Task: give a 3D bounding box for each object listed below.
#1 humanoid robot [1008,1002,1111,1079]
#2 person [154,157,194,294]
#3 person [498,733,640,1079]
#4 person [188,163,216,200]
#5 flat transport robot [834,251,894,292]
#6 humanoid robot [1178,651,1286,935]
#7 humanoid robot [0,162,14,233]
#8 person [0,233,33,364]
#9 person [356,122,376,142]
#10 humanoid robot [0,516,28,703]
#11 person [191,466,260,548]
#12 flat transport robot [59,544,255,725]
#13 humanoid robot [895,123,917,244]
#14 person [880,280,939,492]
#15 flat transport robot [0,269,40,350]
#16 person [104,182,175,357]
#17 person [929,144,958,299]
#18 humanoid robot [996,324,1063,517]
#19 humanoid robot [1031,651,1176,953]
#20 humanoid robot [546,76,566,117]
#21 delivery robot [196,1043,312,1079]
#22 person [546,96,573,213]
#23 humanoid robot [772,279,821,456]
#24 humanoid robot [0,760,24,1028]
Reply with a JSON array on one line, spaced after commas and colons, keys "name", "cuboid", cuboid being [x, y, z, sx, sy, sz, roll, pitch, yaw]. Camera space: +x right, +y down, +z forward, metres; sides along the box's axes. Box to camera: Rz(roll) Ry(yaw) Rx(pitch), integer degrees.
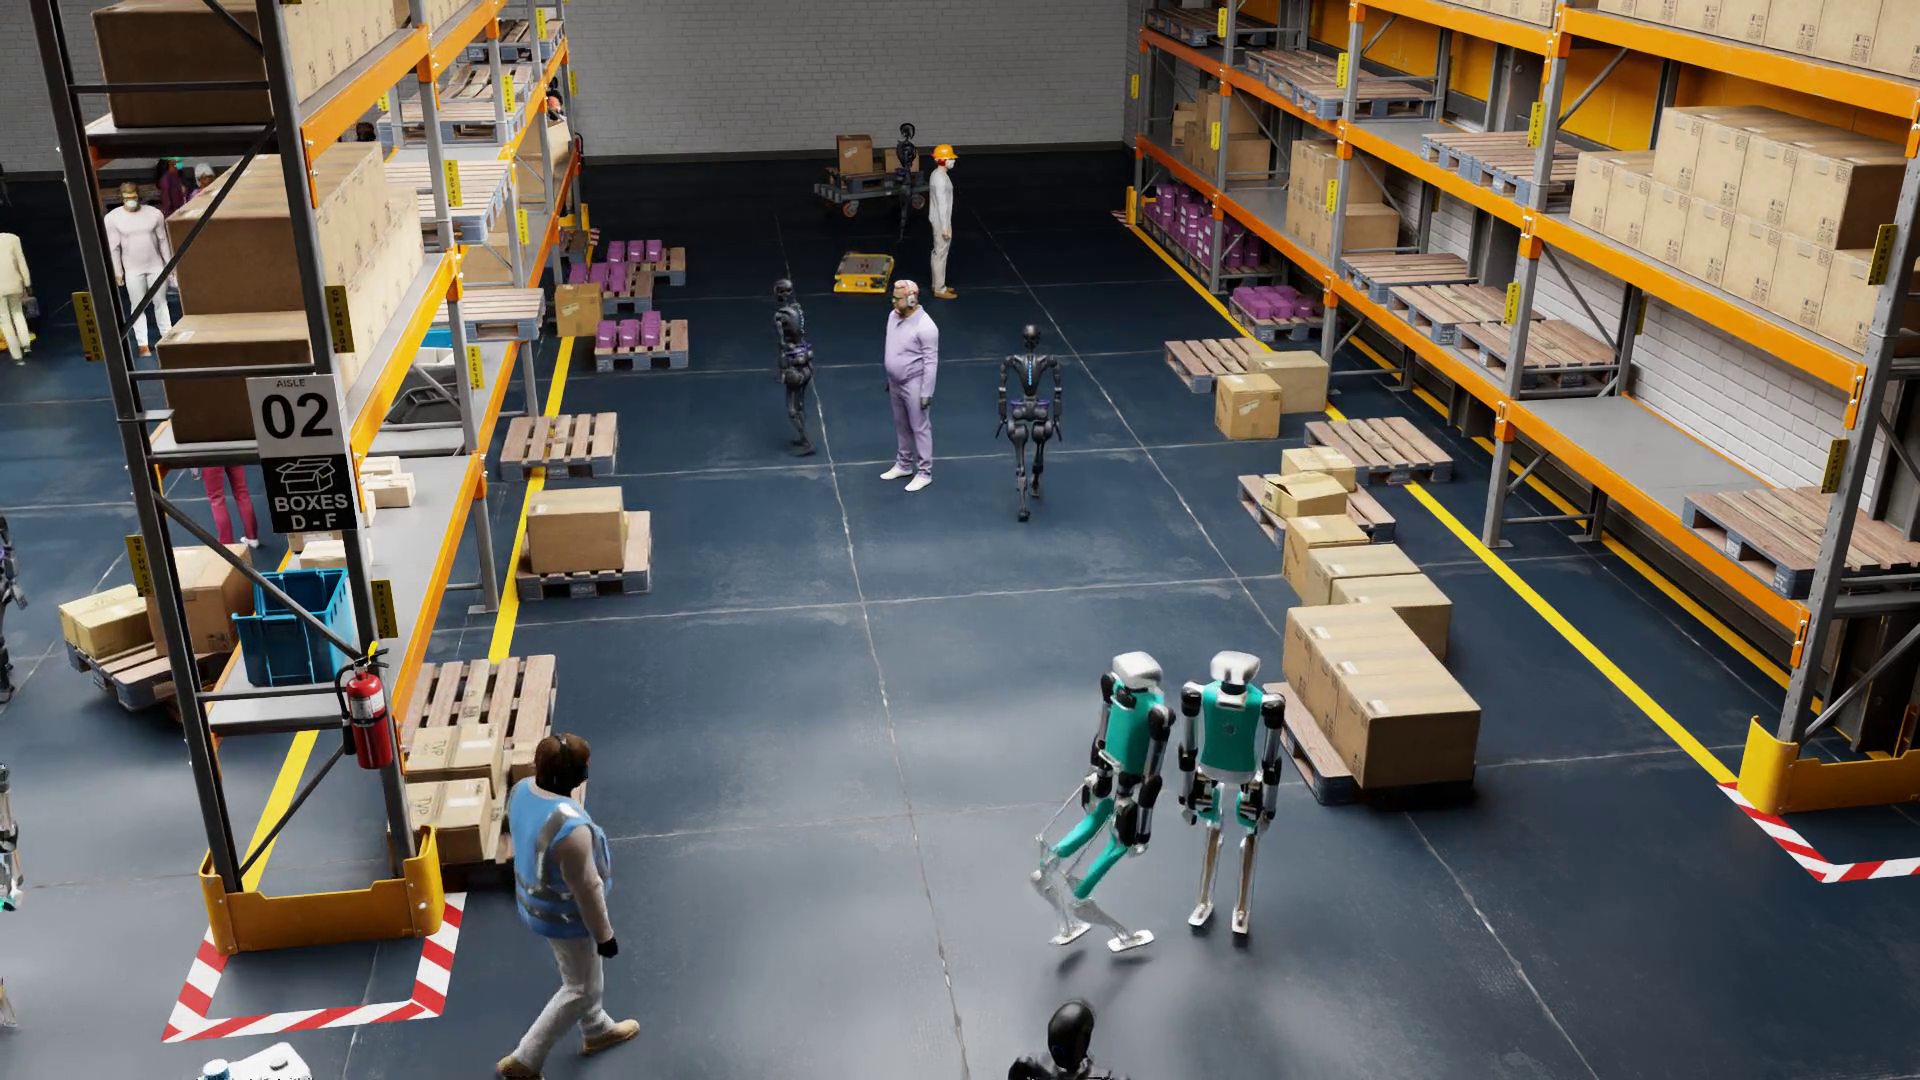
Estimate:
[{"name": "humanoid robot", "cuboid": [0.464, 2.433, 6.393, 0.600, 1.647, 0.471, 9, 25, 20]}, {"name": "person", "cuboid": [-9.592, -3.971, 20.697, 0.954, 1.902, 0.499, -1, 24, -2]}, {"name": "person", "cuboid": [-1.886, 1.746, 7.773, 0.667, 1.822, 0.645, -15, 28, -31]}, {"name": "person", "cuboid": [-8.905, -3.587, 19.902, 0.522, 1.833, 0.459, -17, 29, -34]}, {"name": "flat transport robot", "cuboid": [-1.235, -3.472, 21.588, 0.659, 0.231, 1.431, 1, 24, 2]}, {"name": "humanoid robot", "cuboid": [1.448, 1.282, 8.836, 0.530, 1.713, 0.729, 7, 25, 16]}, {"name": "humanoid robot", "cuboid": [-13.175, -4.617, 22.506, 0.590, 1.617, 0.767, -20, 31, -38]}, {"name": "person", "cuboid": [-10.477, -2.779, 18.175, 0.387, 1.735, 0.575, 20, 30, 38]}, {"name": "person", "cuboid": [-7.990, -4.745, 22.549, 0.722, 1.821, 0.638, -2, 24, -4]}, {"name": "humanoid robot", "cuboid": [-6.687, 0.283, 11.297, 0.610, 1.636, 0.503, -2, 24, -4]}, {"name": "person", "cuboid": [-5.997, -0.649, 13.465, 0.292, 1.627, 0.505, 16, 28, 32]}, {"name": "flat transport robot", "cuboid": [-5.402, 0.897, 11.634, 1.431, 0.231, 0.659, 20, 31, 38]}, {"name": "humanoid robot", "cuboid": [-0.747, -5.016, 23.346, 0.327, 1.654, 0.585, -2, 24, -4]}, {"name": "person", "cuboid": [-0.467, -1.378, 14.782, 0.402, 1.908, 0.640, -16, 28, -33]}, {"name": "flat transport robot", "cuboid": [-11.403, -2.387, 19.116, 1.431, 0.231, 0.659, 11, 26, 24]}, {"name": "person", "cuboid": [-9.067, -3.014, 18.471, 0.634, 1.936, 0.351, -18, 29, -35]}, {"name": "person", "cuboid": [-0.207, -3.970, 20.702, 0.362, 1.894, 0.587, -2, 24, -5]}, {"name": "humanoid robot", "cuboid": [0.601, -1.041, 14.369, 0.585, 1.629, 0.820, 0, 24, 0]}, {"name": "humanoid robot", "cuboid": [0.657, 1.431, 8.534, 0.797, 1.717, 0.531, -13, 27, -27]}, {"name": "humanoid robot", "cuboid": [-6.736, -6.902, 27.672, 0.477, 1.640, 0.600, 3, 24, 7]}, {"name": "delivery robot", "cuboid": [-3.258, 2.576, 7.436, 0.754, 0.581, 0.499, -21, 31, -39]}, {"name": "person", "cuboid": [-6.058, -5.789, 25.031, 0.577, 1.748, 0.387, 6, 24, 13]}, {"name": "humanoid robot", "cuboid": [-1.518, -1.639, 15.664, 0.485, 1.636, 0.607, 6, 25, 14]}, {"name": "humanoid robot", "cuboid": [-4.868, 1.696, 8.003, 0.785, 1.773, 0.539, 12, 26, 25]}]
